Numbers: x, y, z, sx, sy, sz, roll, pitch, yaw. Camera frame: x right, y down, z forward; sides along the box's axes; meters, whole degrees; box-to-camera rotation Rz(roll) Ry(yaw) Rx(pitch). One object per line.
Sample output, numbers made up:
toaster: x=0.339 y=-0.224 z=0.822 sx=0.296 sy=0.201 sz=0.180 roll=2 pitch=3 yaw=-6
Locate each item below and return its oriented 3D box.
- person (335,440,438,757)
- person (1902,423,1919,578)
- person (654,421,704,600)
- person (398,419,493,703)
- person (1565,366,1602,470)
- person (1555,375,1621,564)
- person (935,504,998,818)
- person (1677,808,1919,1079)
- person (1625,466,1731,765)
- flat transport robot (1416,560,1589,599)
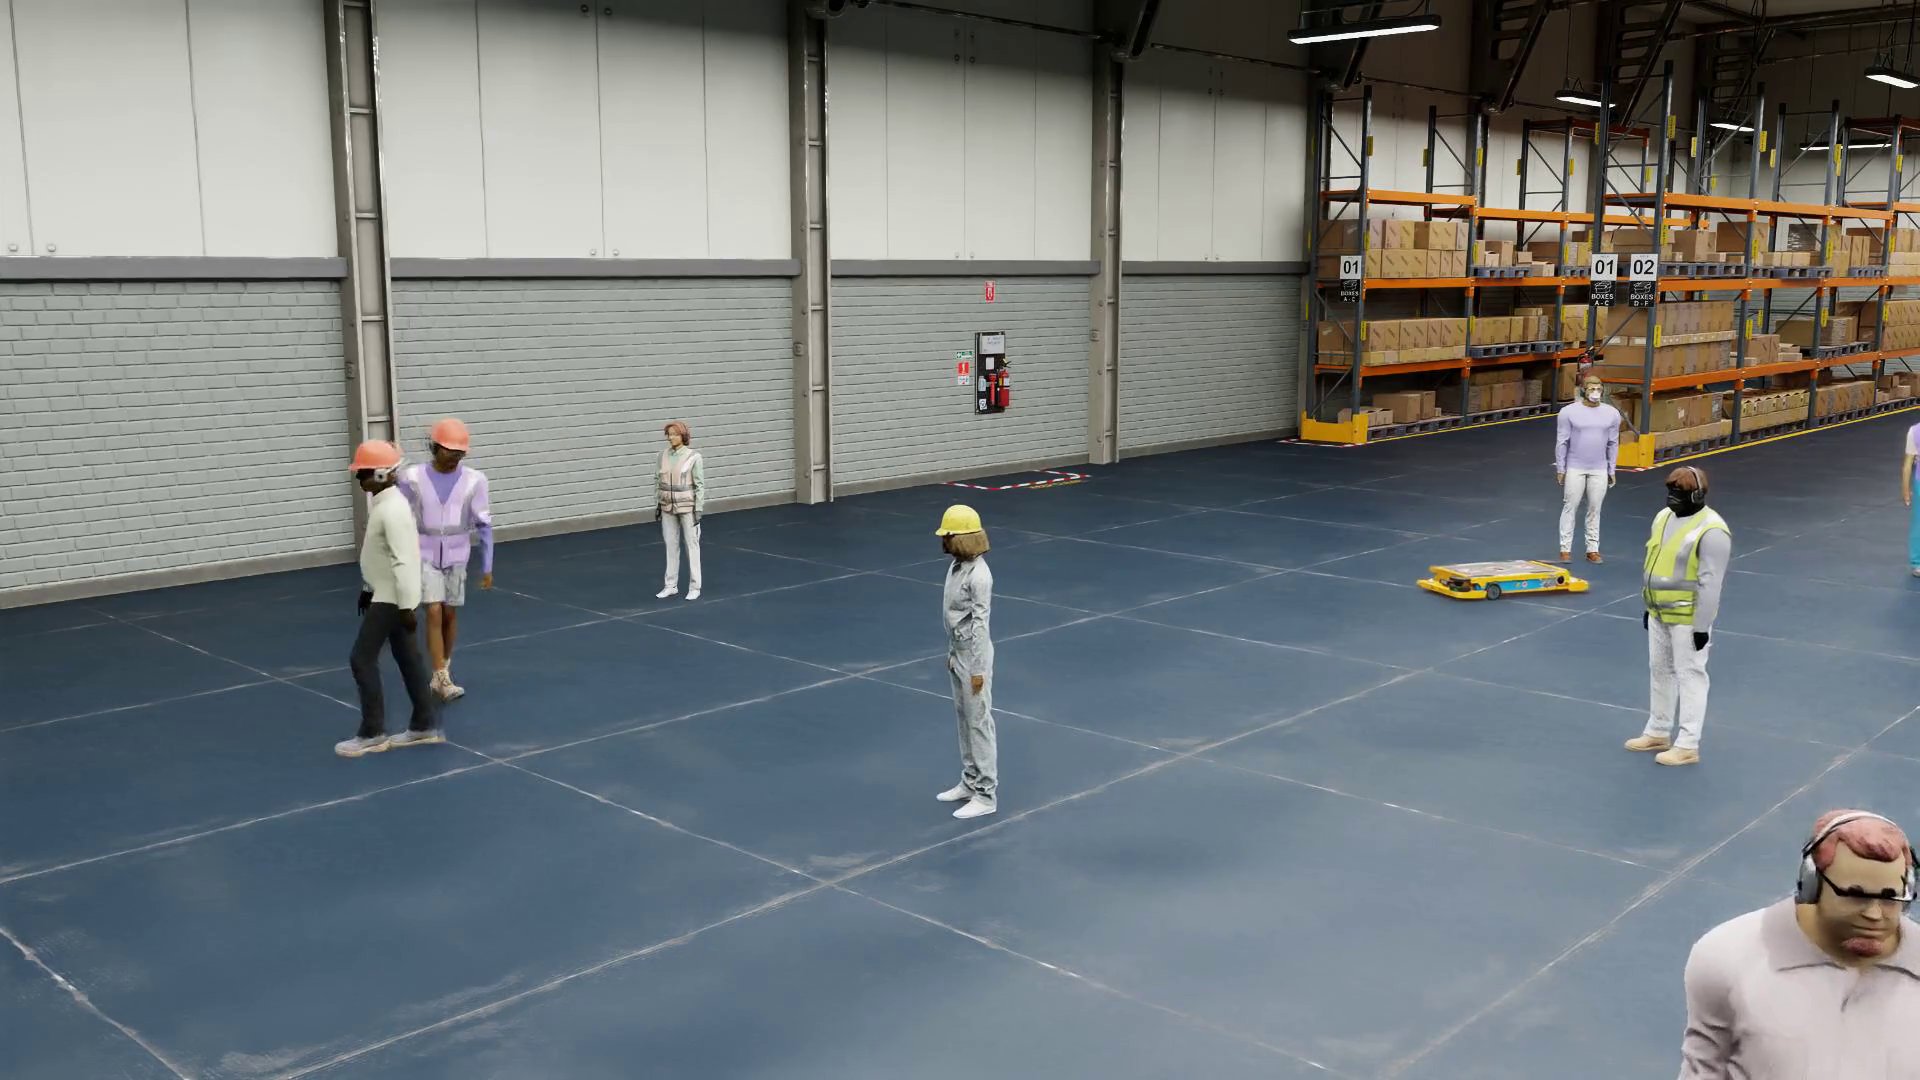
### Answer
person: x=-3.665 y=0.358 z=10.392 sx=0.767 sy=1.967 sz=0.623 roll=-2 pitch=10 yaw=-15
person: x=9.434 y=-0.490 z=16.030 sx=0.610 sy=1.808 sz=0.861 roll=2 pitch=10 yaw=14
person: x=-2.567 y=-0.269 z=15.215 sx=0.517 sy=1.641 sz=0.308 roll=4 pitch=10 yaw=22
person: x=-3.593 y=0.145 z=11.630 sx=0.632 sy=1.983 sz=0.924 roll=-4 pitch=10 yaw=-21
person: x=9.191 y=-1.744 z=24.362 sx=0.506 sy=1.596 sz=0.853 roll=-2 pitch=10 yaw=-14
person: x=6.411 y=-0.705 z=17.008 sx=0.638 sy=1.938 sz=0.413 roll=1 pitch=9 yaw=5
person: x=0.026 y=0.661 z=9.236 sx=0.325 sy=1.739 sz=0.492 roll=-2 pitch=10 yaw=-15
person: x=1.952 y=1.510 z=3.733 sx=0.661 sy=1.887 sz=0.832 roll=3 pitch=10 yaw=18
person: x=4.406 y=0.460 z=10.189 sx=0.429 sy=1.841 sz=0.630 roll=-1 pitch=9 yaw=-9
flat transport robot: x=5.072 y=0.358 z=15.550 sx=1.431 sy=0.197 sz=0.652 roll=-3 pitch=10 yaw=-18
